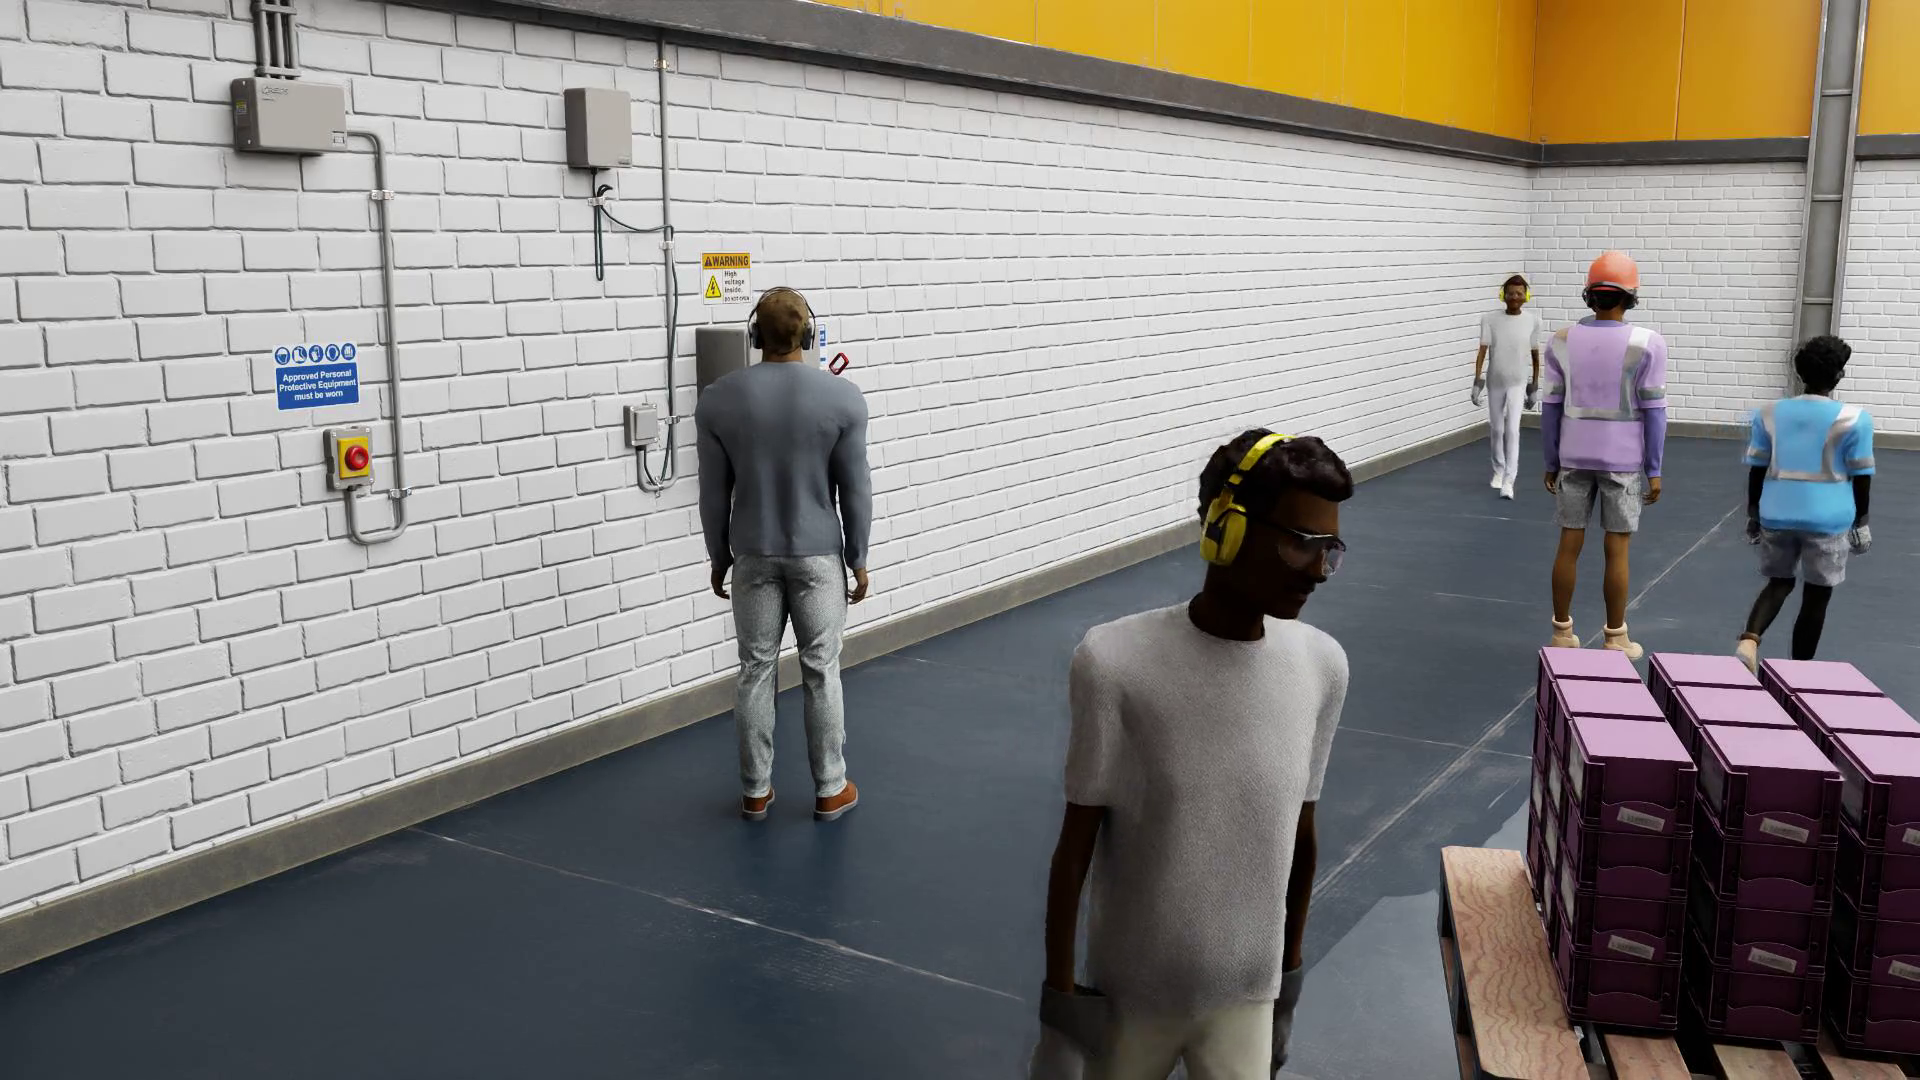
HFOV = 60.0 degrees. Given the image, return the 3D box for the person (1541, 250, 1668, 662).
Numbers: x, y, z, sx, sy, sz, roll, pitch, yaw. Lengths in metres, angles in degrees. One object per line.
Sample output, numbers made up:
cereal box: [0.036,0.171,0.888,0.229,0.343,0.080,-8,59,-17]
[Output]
person: [3.191,-0.400,8.268,0.607,2.048,0.367,9,13,39]

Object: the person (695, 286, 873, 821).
person: [-0.623,0.063,6.001,0.630,1.940,0.371,1,10,4]

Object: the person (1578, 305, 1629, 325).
person: [6.298,-1.650,16.342,0.508,1.631,0.265,8,13,37]

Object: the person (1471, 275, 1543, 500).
person: [4.537,-1.282,13.809,0.518,1.823,0.993,4,11,23]

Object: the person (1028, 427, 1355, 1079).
person: [0.337,0.716,2.752,0.558,1.822,0.839,-3,11,-14]

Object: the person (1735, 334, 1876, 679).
person: [3.820,-0.086,7.537,0.405,1.682,0.540,-7,13,-36]
